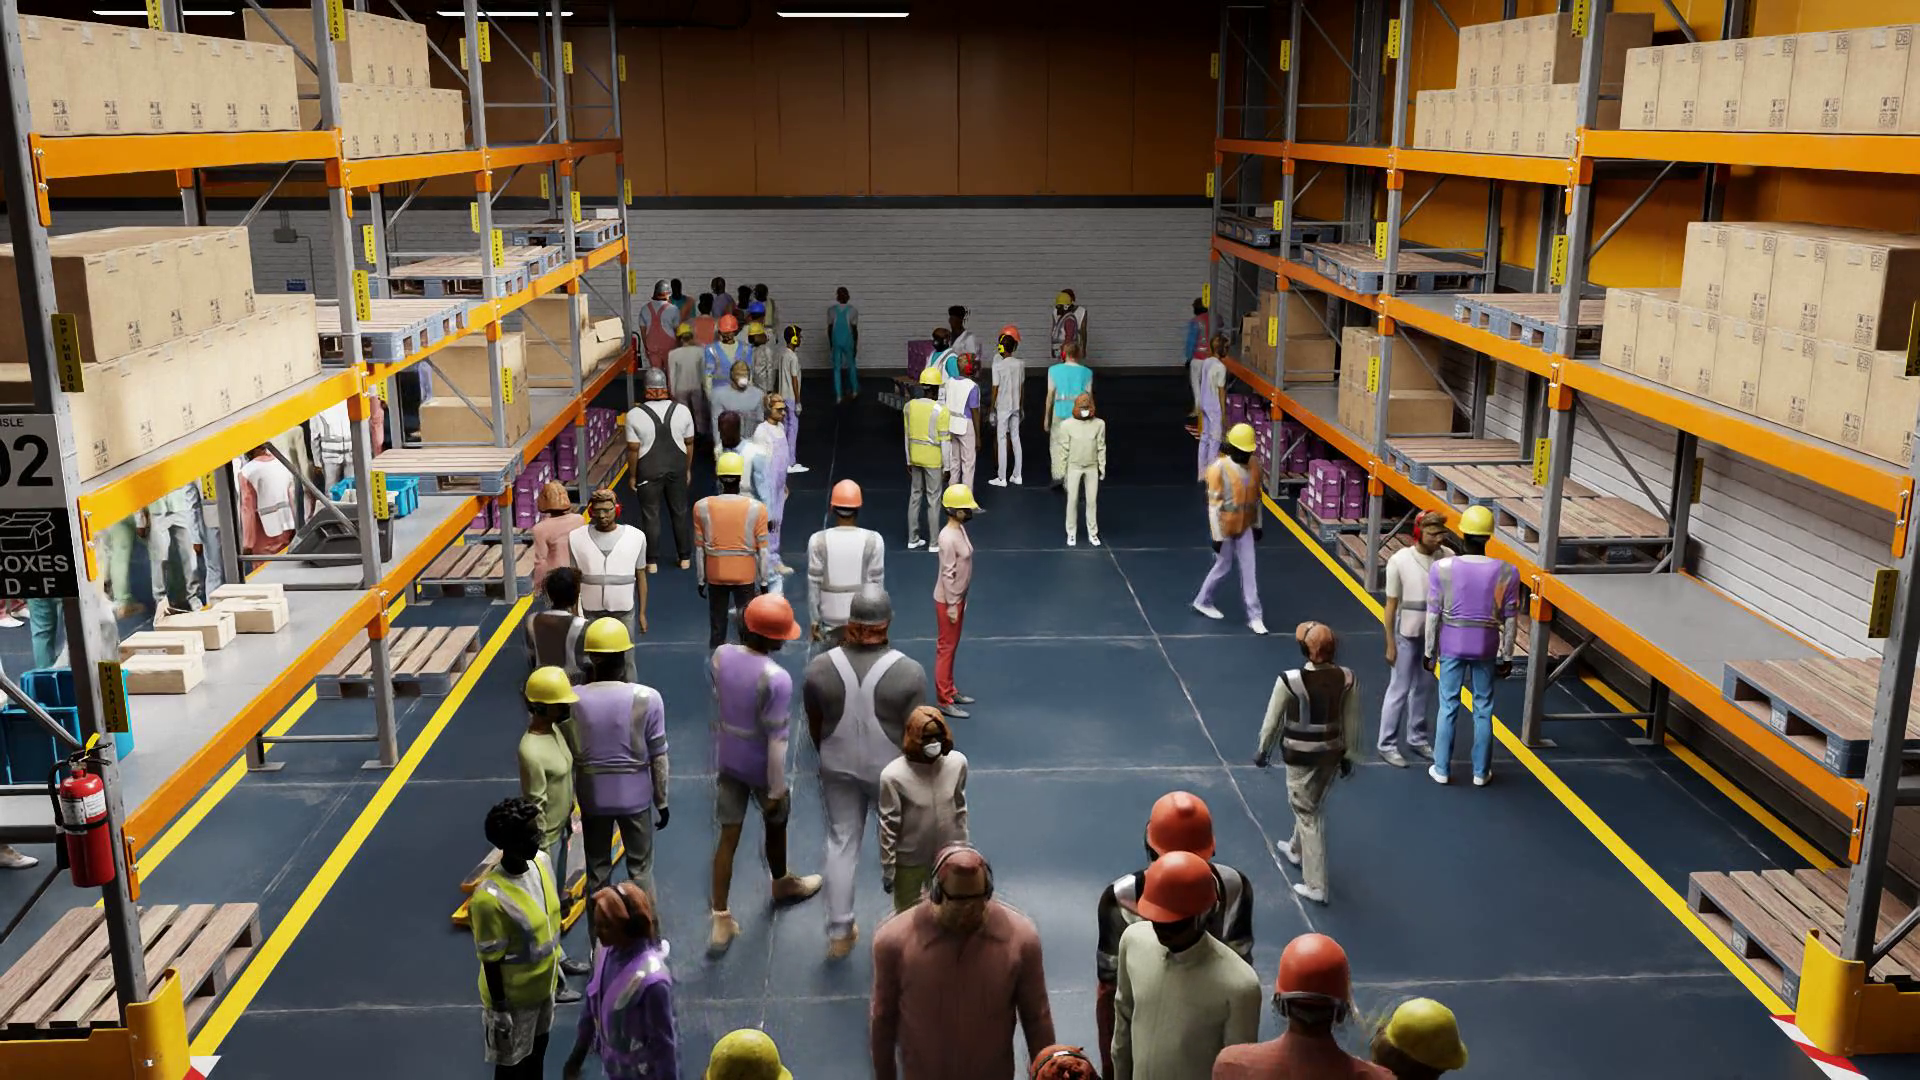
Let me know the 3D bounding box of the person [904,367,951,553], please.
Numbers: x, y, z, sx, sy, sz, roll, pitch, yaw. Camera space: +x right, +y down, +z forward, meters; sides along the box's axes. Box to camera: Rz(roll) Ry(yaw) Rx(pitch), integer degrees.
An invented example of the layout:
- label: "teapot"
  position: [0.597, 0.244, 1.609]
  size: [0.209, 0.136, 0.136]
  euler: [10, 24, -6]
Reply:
- label: "person"
  position: [-0.323, -0.830, 17.231]
  size: [0.584, 1.918, 0.408]
  euler: [11, 18, 36]

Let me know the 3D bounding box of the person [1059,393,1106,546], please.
- label: "person"
  position: [1.285, -0.738, 17.446]
  size: [0.502, 1.624, 0.296]
  euler: [-2, 14, -10]

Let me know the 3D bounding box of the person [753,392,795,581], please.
- label: "person"
  position: [-1.819, -0.521, 16.159]
  size: [0.324, 1.842, 0.516]
  euler: [5, 15, 17]

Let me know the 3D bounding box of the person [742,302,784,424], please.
- label: "person"
  position: [-2.810, -2.401, 23.420]
  size: [0.610, 1.892, 0.953]
  euler: [4, 15, 16]

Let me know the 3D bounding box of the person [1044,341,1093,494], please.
- label: "person"
  position: [1.291, -1.461, 19.908]
  size: [0.605, 1.808, 0.488]
  euler: [-3, 15, -11]

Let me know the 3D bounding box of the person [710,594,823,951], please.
- label: "person"
  position: [-1.096, 1.217, 9.089]
  size: [0.610, 1.965, 0.961]
  euler: [8, 16, 28]

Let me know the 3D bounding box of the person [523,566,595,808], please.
- label: "person"
  position: [-2.487, 0.977, 10.610]
  size: [0.543, 1.676, 0.466]
  euler: [5, 15, 18]

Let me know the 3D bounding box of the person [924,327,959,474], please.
- label: "person"
  position: [-0.245, -1.770, 21.059]
  size: [0.429, 1.846, 0.633]
  euler: [-8, 16, -28]

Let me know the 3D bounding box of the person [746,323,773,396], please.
- label: "person"
  position: [-2.708, -2.066, 22.449]
  size: [0.486, 1.735, 0.338]
  euler: [13, 19, 41]

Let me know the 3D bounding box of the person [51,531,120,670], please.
- label: "person"
  position: [-6.697, 0.346, 12.664]
  size: [0.637, 1.903, 0.588]
  euler: [-13, 19, -41]

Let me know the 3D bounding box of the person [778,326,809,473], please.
- label: "person"
  position: [-2.134, -1.783, 21.083]
  size: [0.327, 1.863, 0.510]
  euler: [-7, 16, -26]

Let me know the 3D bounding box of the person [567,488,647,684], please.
- label: "person"
  position: [-2.541, 0.519, 12.067]
  size: [0.566, 1.847, 0.389]
  euler: [-2, 14, -9]

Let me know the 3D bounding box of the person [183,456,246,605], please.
- label: "person"
  position: [-6.407, -0.100, 14.389]
  size: [0.413, 1.906, 0.600]
  euler: [7, 16, 26]

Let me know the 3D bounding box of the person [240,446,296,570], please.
- label: "person"
  position: [-6.110, -0.170, 14.626]
  size: [0.547, 1.927, 0.409]
  euler: [0, 14, 1]

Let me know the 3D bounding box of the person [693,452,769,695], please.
- label: "person"
  position: [-1.766, 0.268, 12.921]
  size: [0.581, 1.919, 0.397]
  euler: [-1, 14, -2]

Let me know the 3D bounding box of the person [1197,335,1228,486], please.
- label: "person"
  position: [3.101, -1.584, 20.341]
  size: [0.342, 1.839, 0.517]
  euler: [-5, 15, -19]

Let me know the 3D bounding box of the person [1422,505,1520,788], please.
- label: "person"
  position: [3.406, 0.715, 11.136]
  size: [0.595, 1.925, 0.373]
  euler: [3, 15, 11]

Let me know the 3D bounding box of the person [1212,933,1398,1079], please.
- label: "person"
  position: [1.100, 2.194, 5.331]
  size: [0.632, 1.940, 1.033]
  euler: [5, 15, 18]

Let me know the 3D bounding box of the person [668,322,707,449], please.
- label: "person"
  position: [-3.626, -2.020, 22.213]
  size: [0.536, 1.754, 0.461]
  euler: [-6, 15, -21]

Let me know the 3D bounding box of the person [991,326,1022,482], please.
- label: "person"
  position: [0.585, -1.680, 20.542]
  size: [0.388, 1.929, 0.544]
  euler: [-5, 15, -20]

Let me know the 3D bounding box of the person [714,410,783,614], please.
- label: "person"
  position: [-1.951, -0.251, 15.004]
  size: [0.478, 1.898, 0.599]
  euler: [-14, 20, -43]

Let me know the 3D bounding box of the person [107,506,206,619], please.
- label: "person"
  position: [-7.430, -0.357, 15.119]
  size: [0.689, 2.000, 0.951]
  euler: [4, 15, 15]

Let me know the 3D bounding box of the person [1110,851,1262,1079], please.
- label: "person"
  position: [0.769, 2.018, 5.914]
  size: [0.617, 1.986, 0.416]
  euler: [14, 20, 43]

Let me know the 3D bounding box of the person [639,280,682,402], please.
- label: "person"
  position: [-4.466, -2.930, 25.220]
  size: [0.689, 2.000, 0.537]
  euler: [4, 15, 17]

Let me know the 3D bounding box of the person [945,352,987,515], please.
- label: "person"
  position: [0.039, -1.200, 18.817]
  size: [0.386, 1.845, 0.568]
  euler: [-11, 18, -36]

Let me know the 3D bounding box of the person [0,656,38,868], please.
- label: "person"
  position: [-5.741, 1.098, 9.677]
  size: [0.407, 1.904, 0.655]
  euler: [1, 14, 5]

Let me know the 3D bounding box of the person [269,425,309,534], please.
- label: "person"
  position: [-6.874, -0.629, 16.821]
  size: [0.587, 1.721, 0.672]
  euler: [-9, 17, -30]

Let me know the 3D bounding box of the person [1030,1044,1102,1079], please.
- label: "person"
  position: [0.303, 2.346, 4.837]
  size: [0.575, 1.880, 0.359]
  euler: [0, 14, -1]

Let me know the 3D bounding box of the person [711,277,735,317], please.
- label: "person"
  position: [-3.816, -3.262, 26.754]
  size: [0.369, 1.933, 0.629]
  euler: [5, 15, 17]

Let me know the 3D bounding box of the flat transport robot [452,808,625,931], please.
- label: "flat transport robot"
  position: [-2.401, 1.887, 9.839]
  size: [0.652, 0.197, 1.431]
  euler: [2, 14, 7]

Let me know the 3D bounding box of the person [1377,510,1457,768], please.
- label: "person"
  position: [3.148, 0.667, 11.524]
  size: [0.569, 1.830, 0.421]
  euler: [-7, 16, -25]

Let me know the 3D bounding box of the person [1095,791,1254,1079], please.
- label: "person"
  position: [0.820, 1.895, 6.320]
  size: [0.613, 2.028, 0.409]
  euler: [-3, 15, -11]
